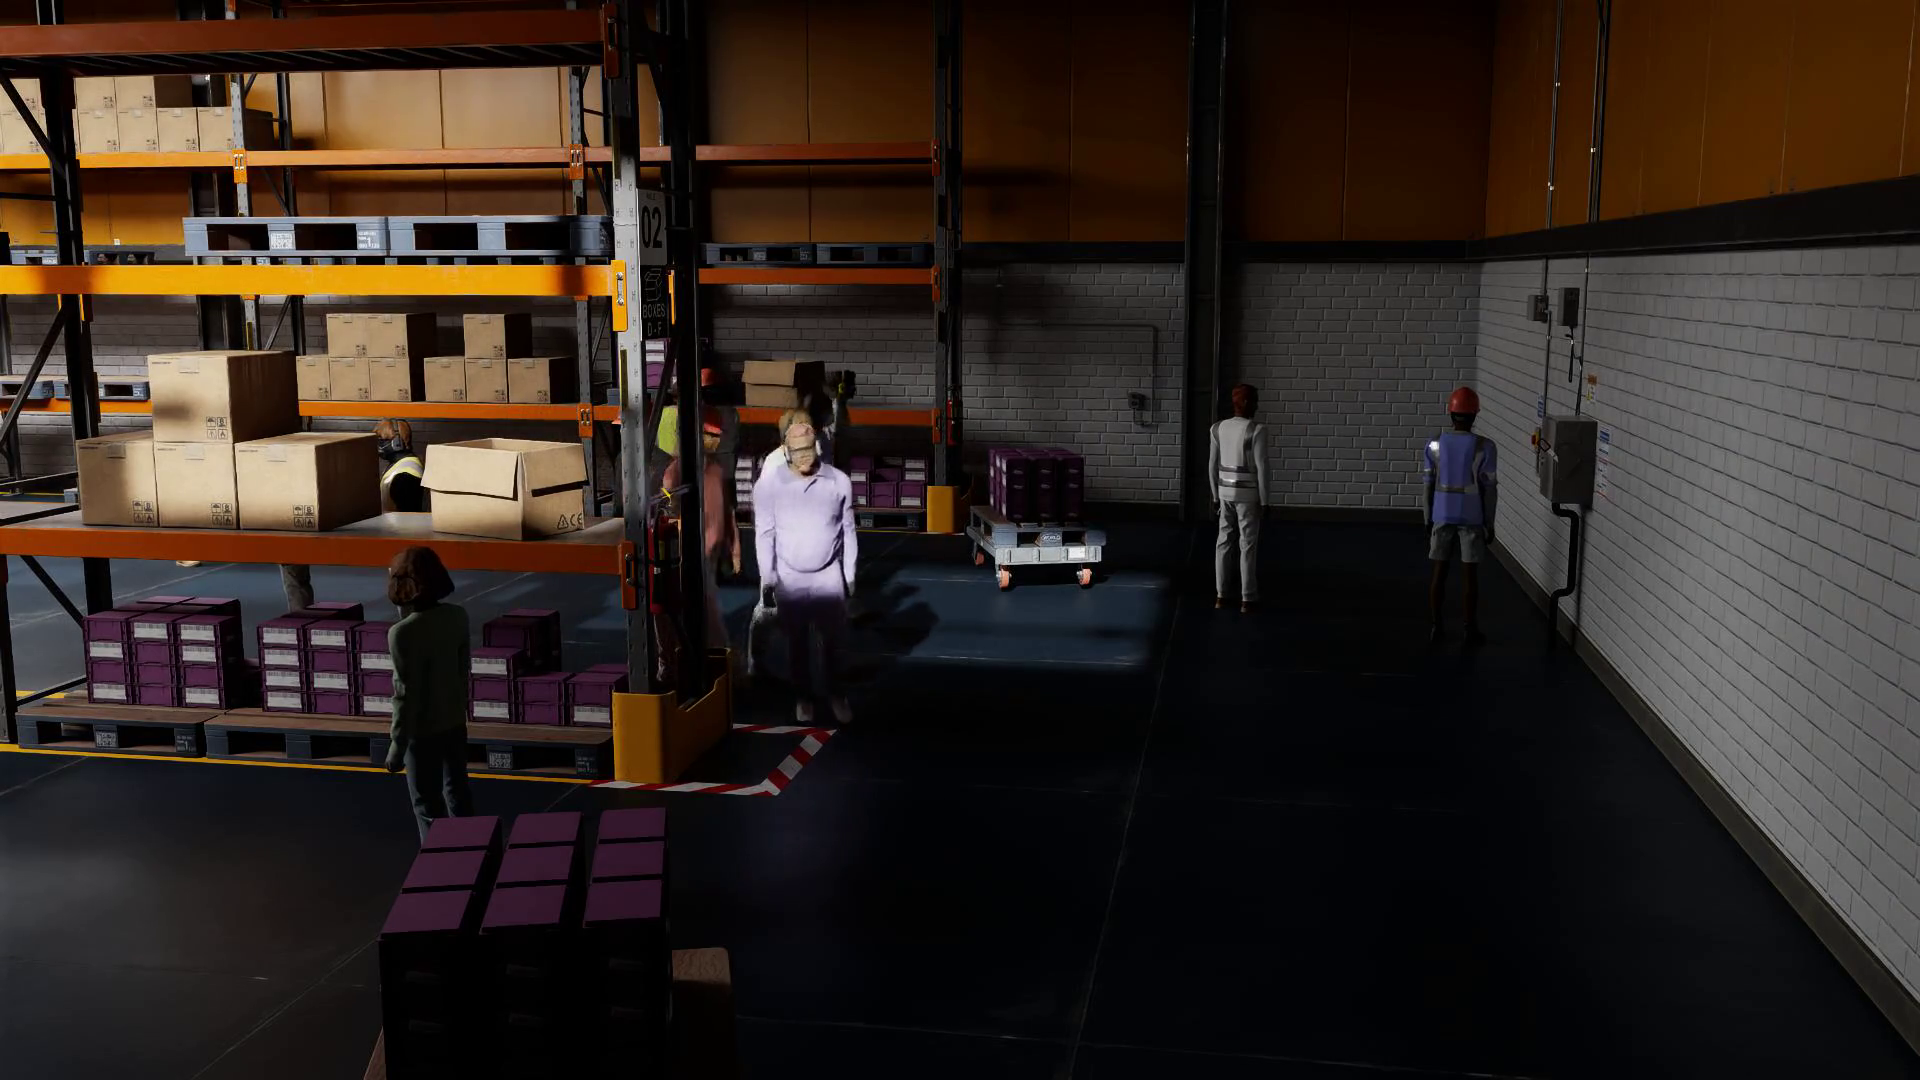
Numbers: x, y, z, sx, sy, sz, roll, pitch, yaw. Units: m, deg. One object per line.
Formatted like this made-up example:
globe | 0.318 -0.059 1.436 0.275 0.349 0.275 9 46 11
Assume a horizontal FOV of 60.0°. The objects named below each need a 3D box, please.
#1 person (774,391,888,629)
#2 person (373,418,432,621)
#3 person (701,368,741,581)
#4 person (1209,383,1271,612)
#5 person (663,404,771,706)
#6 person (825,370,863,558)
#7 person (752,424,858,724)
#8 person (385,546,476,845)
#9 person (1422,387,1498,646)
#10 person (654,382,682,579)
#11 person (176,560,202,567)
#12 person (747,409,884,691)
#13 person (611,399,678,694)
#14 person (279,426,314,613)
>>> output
person | -1.122 -0.213 12.923 1.035 1.888 0.636 3 10 17
person | -3.734 0.098 11.140 0.430 1.836 0.618 -3 10 -19
person | -2.236 -0.587 15.083 0.384 1.927 0.543 7 11 36
person | 2.317 -0.348 13.722 0.354 1.886 0.572 -9 13 -44
person | -1.636 0.086 10.859 0.926 1.943 0.625 3 10 20
person | -1.152 -0.719 16.118 0.428 1.854 0.563 0 9 0
person | -0.934 0.223 10.225 0.655 1.877 0.601 -2 9 -12
person | -2.287 0.834 7.174 0.280 1.633 0.499 3 10 18
person | 3.746 -0.174 12.469 0.552 1.942 0.342 6 11 31
person | -2.471 -0.526 14.971 0.633 1.839 0.429 8 12 40
person | -7.332 -0.674 15.884 0.429 1.845 0.621 2 9 14
person | -1.004 0.091 10.963 0.982 1.887 0.638 3 10 17
person | -2.080 0.050 10.917 0.617 1.994 0.381 8 12 39
person | -4.798 -0.026 11.888 0.404 1.832 0.600 -3 10 -18
